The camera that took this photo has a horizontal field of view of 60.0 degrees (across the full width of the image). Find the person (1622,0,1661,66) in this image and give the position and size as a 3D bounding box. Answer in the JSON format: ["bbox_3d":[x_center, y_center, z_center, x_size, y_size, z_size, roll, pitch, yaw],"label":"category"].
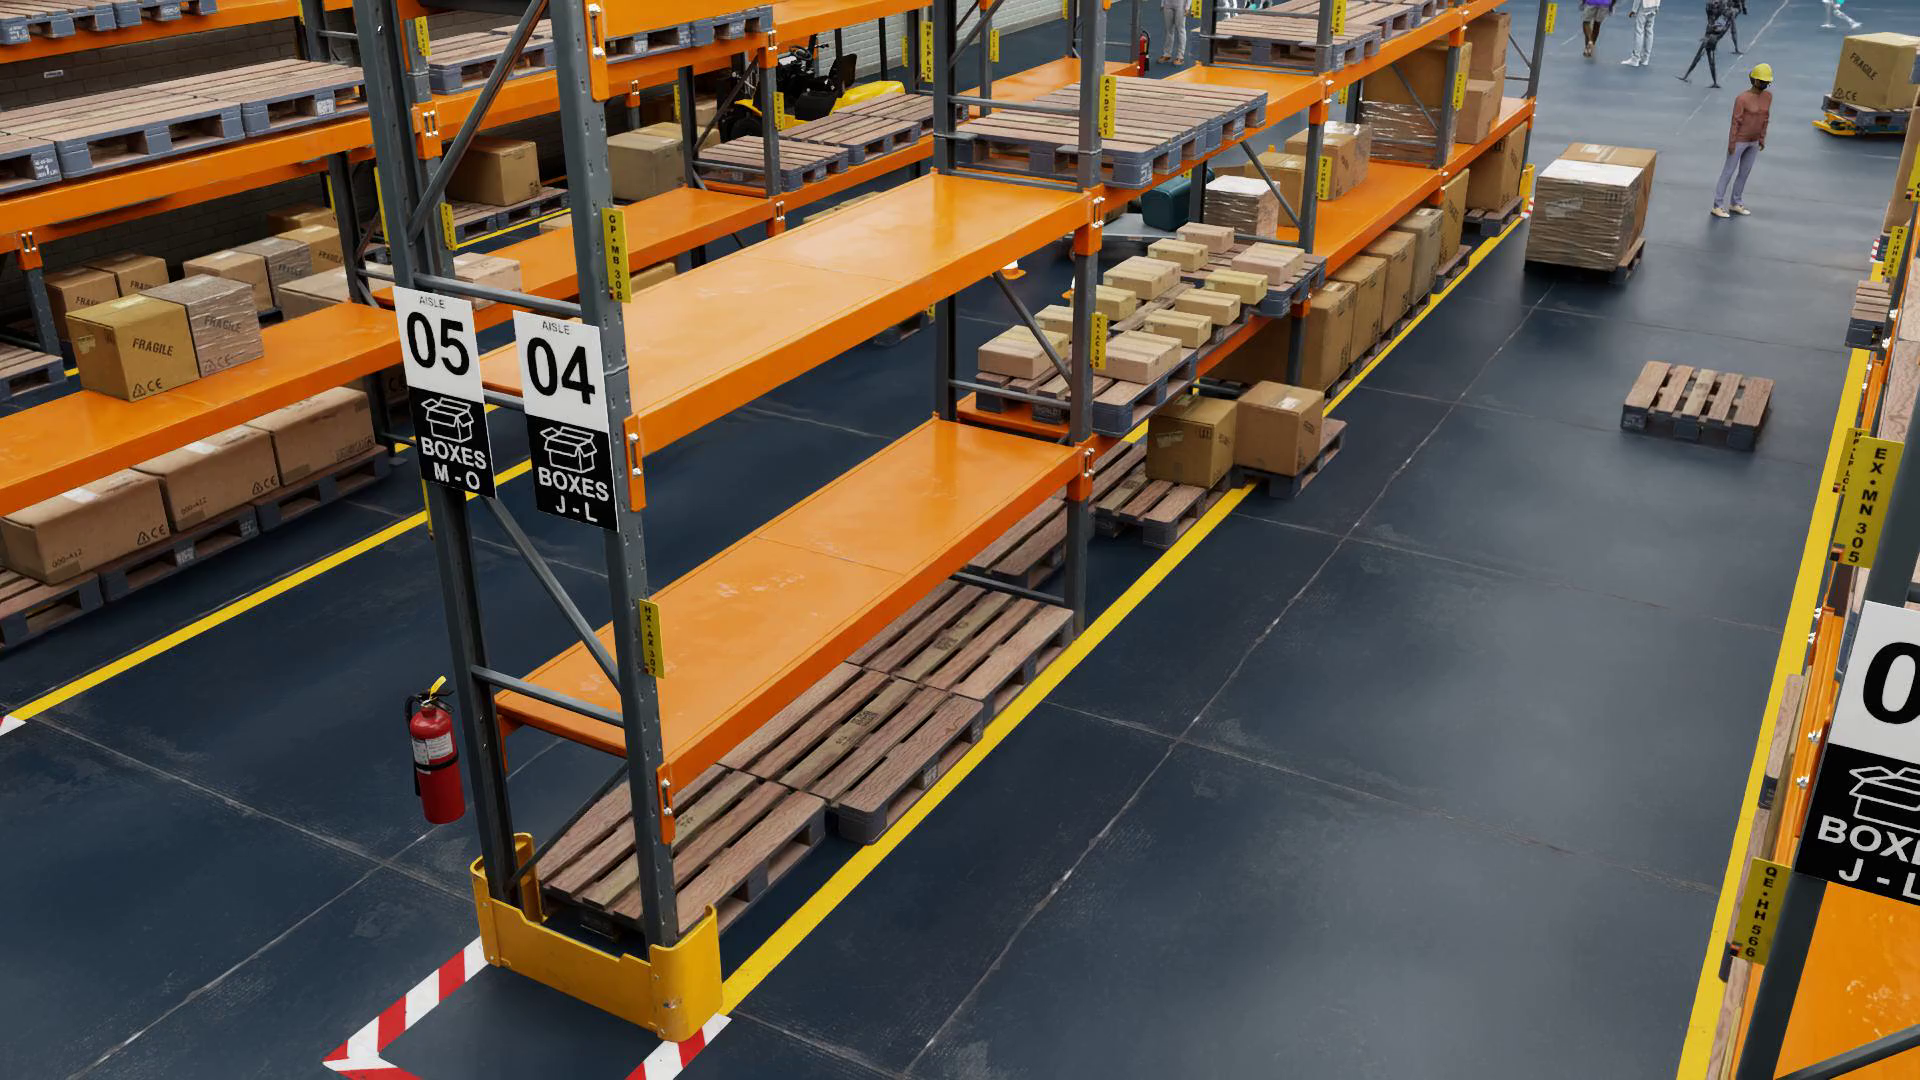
[{"bbox_3d":[11.648,-9.043,28.231,0.587,1.920,0.393,-12,28,-24],"label":"person"}]

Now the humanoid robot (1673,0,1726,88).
[{"bbox_3d":[11.887,-8.061,26.499,0.718,1.634,0.590,9,27,18],"label":"humanoid robot"}]

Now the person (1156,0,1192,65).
[{"bbox_3d":[3.672,-9.094,28.323,0.627,1.934,0.373,22,33,38],"label":"person"}]

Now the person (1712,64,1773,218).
[{"bbox_3d":[9.088,-4.603,19.198,0.516,1.759,0.344,-11,28,-21],"label":"person"}]

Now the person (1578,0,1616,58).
[{"bbox_3d":[11.049,-9.306,28.758,0.639,1.935,0.622,5,26,10],"label":"person"}]

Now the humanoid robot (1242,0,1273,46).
[{"bbox_3d":[5.079,-9.134,28.713,0.538,1.880,0.656,17,30,31],"label":"humanoid robot"}]

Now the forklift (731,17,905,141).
[{"bbox_3d":[-1.819,-5.975,21.543,2.313,2.155,1.214,14,29,26],"label":"forklift"}]

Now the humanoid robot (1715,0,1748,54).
[{"bbox_3d":[13.727,-9.452,29.424,0.604,1.626,0.792,-21,33,-36],"label":"humanoid robot"}]

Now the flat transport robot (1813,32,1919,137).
[{"bbox_3d":[12.974,-5.892,23.584,1.431,0.231,0.659,0,26,0],"label":"flat transport robot"}]

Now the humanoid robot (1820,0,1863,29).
[{"bbox_3d":[16.713,-10.473,31.442,1.024,1.745,0.543,2,26,4],"label":"humanoid robot"}]

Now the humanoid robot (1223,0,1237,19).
[{"bbox_3d":[5.373,-10.854,32.242,0.541,1.803,0.769,-18,31,-32],"label":"humanoid robot"}]
